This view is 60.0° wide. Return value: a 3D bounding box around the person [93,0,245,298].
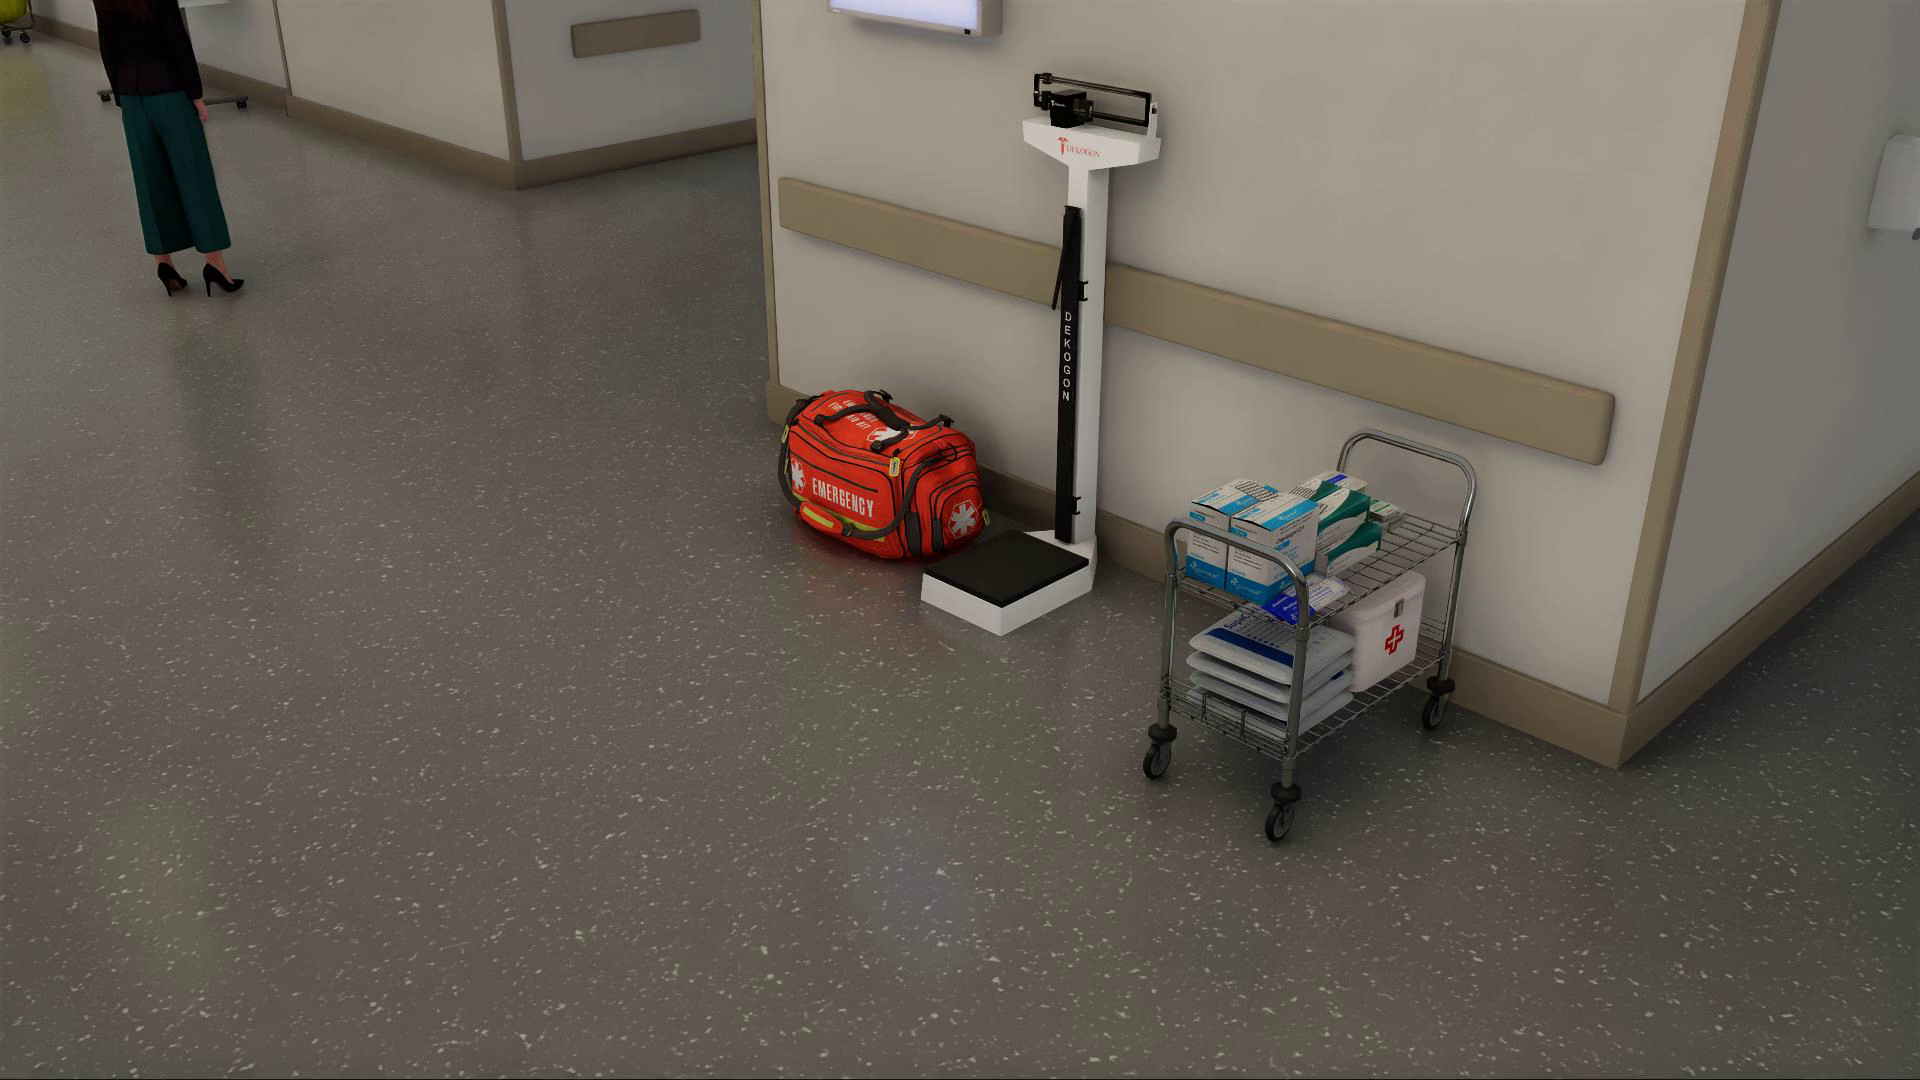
[{"bbox_3d":[-3.727,-1.998,7.759,0.655,1.740,0.749,3,26,7],"label":"person"}]
